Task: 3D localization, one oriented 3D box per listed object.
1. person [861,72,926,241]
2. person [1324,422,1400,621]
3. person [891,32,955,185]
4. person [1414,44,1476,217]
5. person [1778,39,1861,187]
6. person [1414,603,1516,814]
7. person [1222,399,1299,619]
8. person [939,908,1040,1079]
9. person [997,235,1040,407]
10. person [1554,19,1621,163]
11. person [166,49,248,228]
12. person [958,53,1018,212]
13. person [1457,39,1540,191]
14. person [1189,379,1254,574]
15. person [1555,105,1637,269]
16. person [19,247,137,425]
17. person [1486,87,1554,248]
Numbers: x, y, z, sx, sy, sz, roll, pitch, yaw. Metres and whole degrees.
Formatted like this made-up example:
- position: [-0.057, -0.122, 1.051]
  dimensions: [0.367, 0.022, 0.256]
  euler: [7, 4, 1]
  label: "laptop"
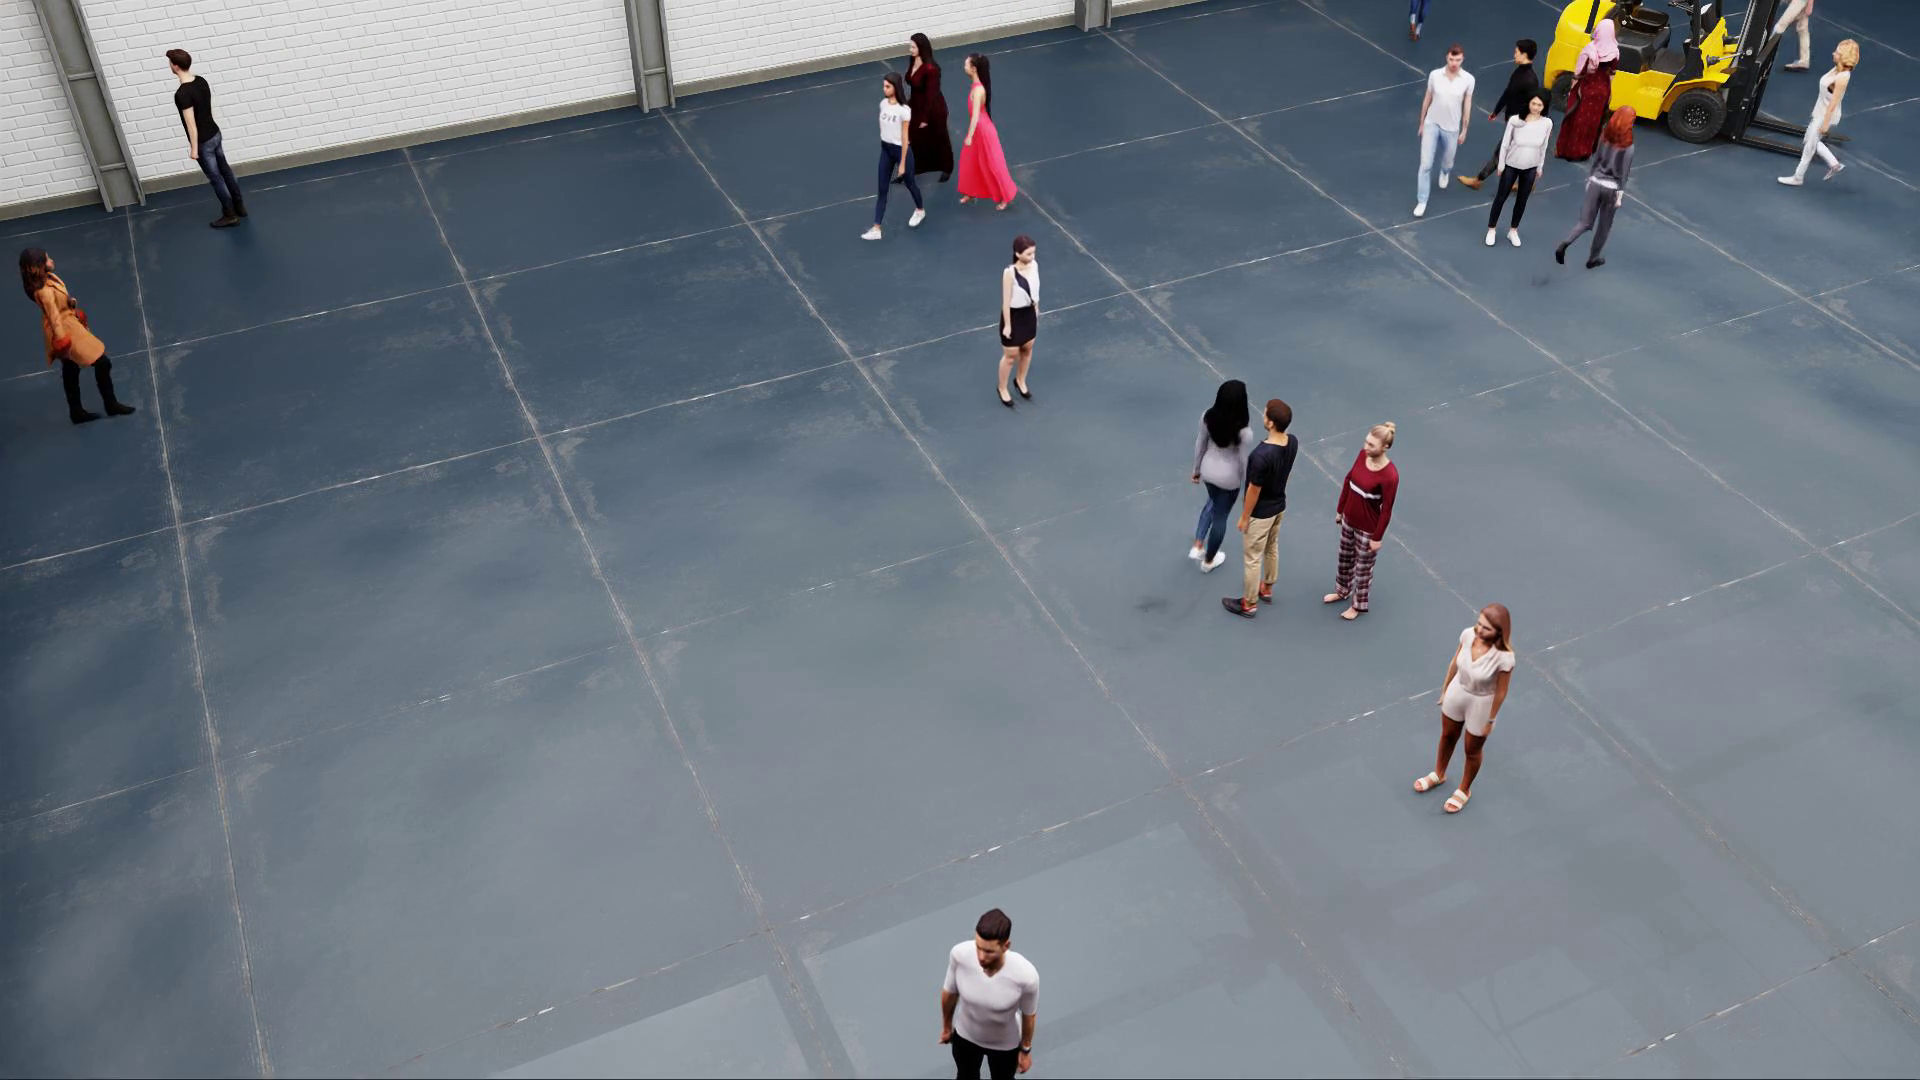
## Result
- position: [-0.576, -3.958, 17.115]
  dimensions: [0.943, 1.732, 1.220]
  euler: [28, 46, 31]
  label: "person"
- position: [3.002, -0.149, 12.373]
  dimensions: [0.521, 1.698, 0.628]
  euler: [-20, 43, -23]
  label: "person"
- position: [-0.279, -4.670, 18.022]
  dimensions: [1.016, 1.713, 0.804]
  euler: [-28, 47, -31]
  label: "person"
- position: [5.098, -4.376, 17.560]
  dimensions: [1.062, 1.829, 1.119]
  euler: [13, 40, 16]
  label: "person"
- position: [9.420, -4.575, 17.945]
  dimensions: [0.937, 1.659, 0.891]
  euler: [15, 41, 18]
  label: "person"
- position: [3.343, 1.065, 10.853]
  dimensions: [0.623, 1.697, 0.617]
  euler: [-26, 46, -29]
  label: "person"
- position: [2.270, -0.231, 12.349]
  dimensions: [0.749, 1.855, 0.603]
  euler: [30, 47, 32]
  label: "person"
- position: [0.152, 2.595, 8.814]
  dimensions: [0.747, 1.851, 0.801]
  euler: [14, 41, 17]
  label: "person"
- position: [0.511, -1.942, 14.663]
  dimensions: [0.540, 1.642, 0.678]
  euler: [-29, 47, -31]
  label: "person"
- position: [7.018, -5.002, 18.498]
  dimensions: [0.694, 1.637, 0.813]
  euler: [1, 39, 1]
  label: "person"
- position: [-7.821, -4.168, 17.246]
  dimensions: [0.754, 1.896, 0.752]
  euler: [4, 39, 5]
  label: "person"
- position: [0.285, -4.260, 17.520]
  dimensions: [0.966, 1.697, 0.826]
  euler: [-1, 39, -2]
  label: "person"
- position: [6.056, -4.501, 17.840]
  dimensions: [1.211, 1.676, 1.009]
  euler: [2, 39, 3]
  label: "person"
- position: [1.929, -0.430, 12.704]
  dimensions: [0.727, 1.723, 0.758]
  euler: [30, 47, 32]
  label: "person"
- position: [6.315, -3.418, 16.416]
  dimensions: [0.920, 1.761, 0.635]
  euler: [-20, 43, -23]
  label: "person"
- position: [-7.806, -1.724, 14.339]
  dimensions: [0.790, 1.705, 0.742]
  euler: [-22, 44, -25]
  label: "person"
- position: [5.719, -3.820, 16.967]
  dimensions: [0.650, 1.700, 0.761]
  euler: [3, 39, 4]
  label: "person"
